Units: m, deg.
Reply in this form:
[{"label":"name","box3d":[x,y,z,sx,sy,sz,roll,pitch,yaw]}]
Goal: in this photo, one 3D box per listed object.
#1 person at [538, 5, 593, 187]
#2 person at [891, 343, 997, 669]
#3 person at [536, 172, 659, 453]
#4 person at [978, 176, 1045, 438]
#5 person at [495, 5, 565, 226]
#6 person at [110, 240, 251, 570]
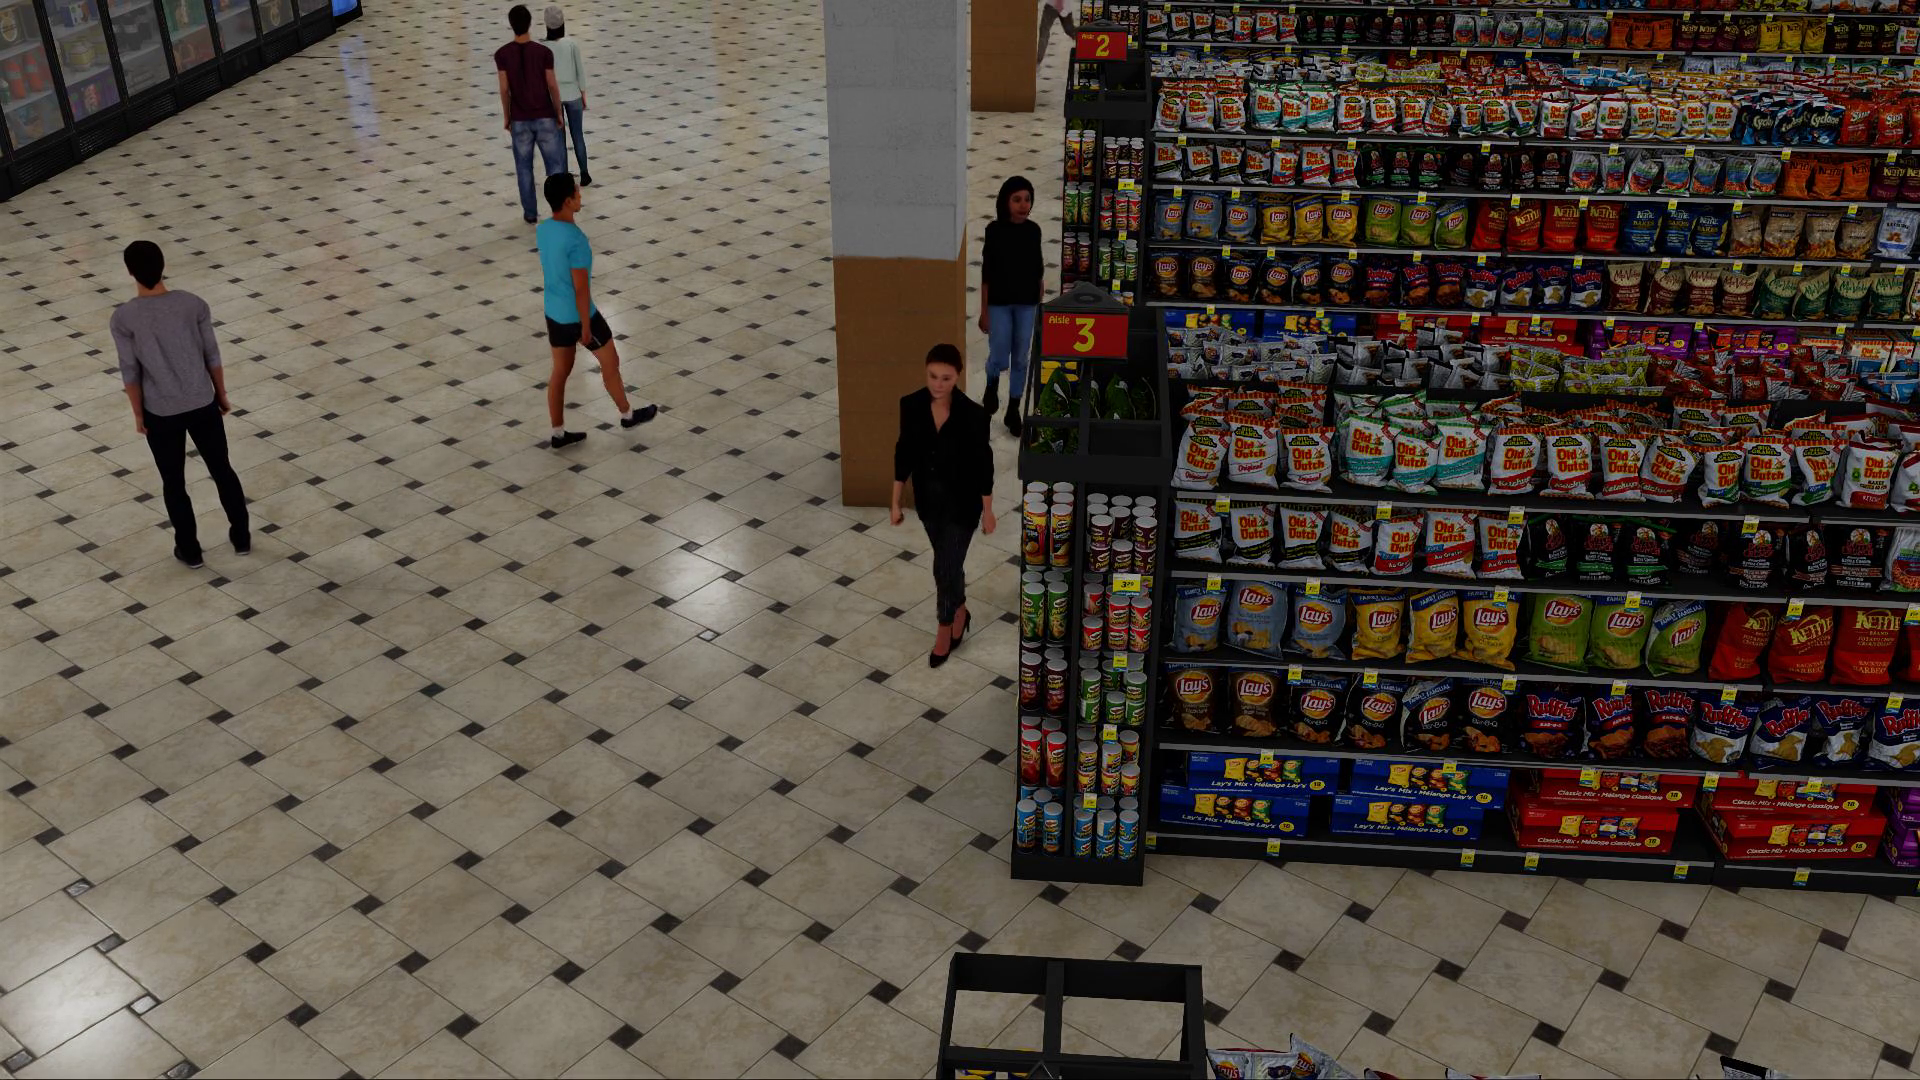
[{"label":"person","box3d":[-3.678,-4.107,15.403,0.553,1.652,0.698,-9,30,-15]},{"label":"person","box3d":[-0.016,-0.220,8.236,0.752,1.697,0.844,15,32,26]},{"label":"person","box3d":[-2.479,-1.360,10.273,1.009,1.747,1.019,23,36,36]},{"label":"person","box3d":[0.298,-1.490,10.580,0.734,1.681,0.764,-8,30,-14]},{"label":"person","box3d":[-3.702,-3.667,14.391,0.564,1.849,0.769,-5,29,-9]},{"label":"person","box3d":[-4.228,-0.730,9.021,0.697,1.840,0.774,-20,34,-32]}]
